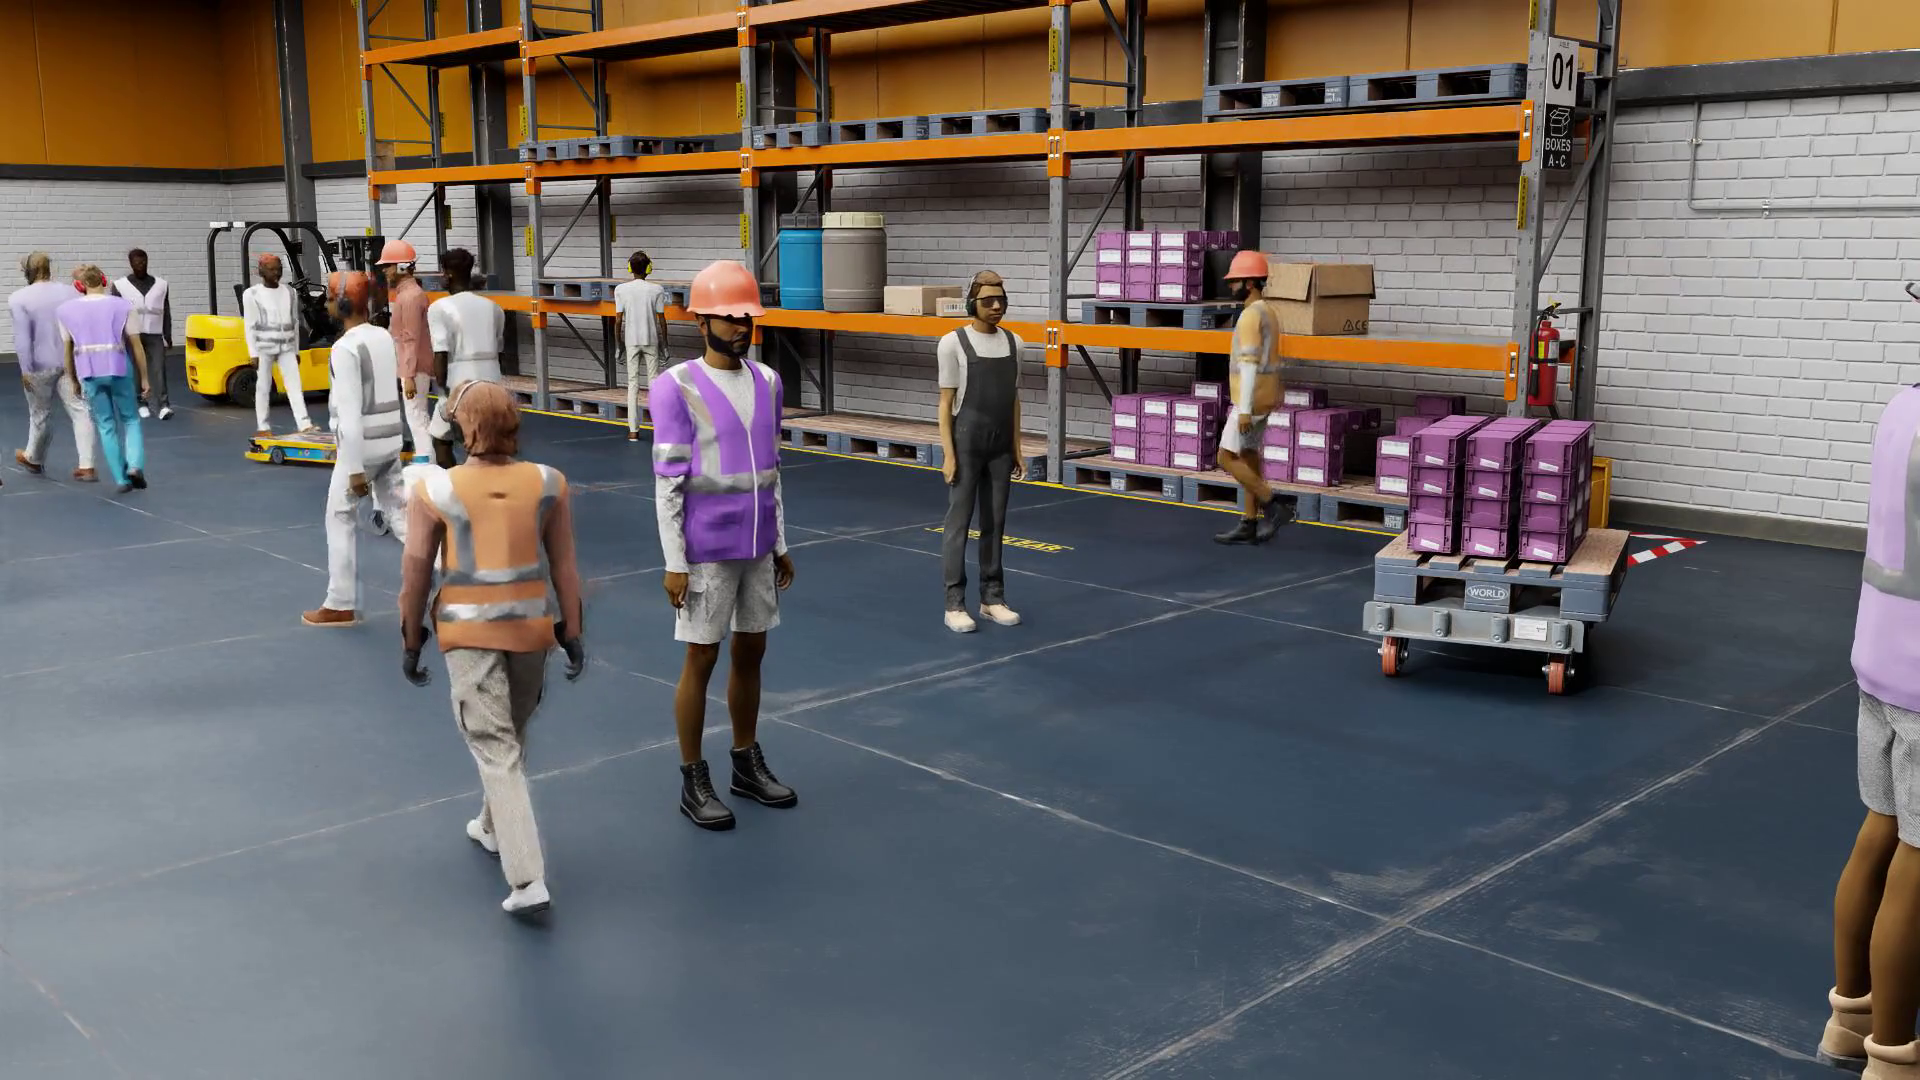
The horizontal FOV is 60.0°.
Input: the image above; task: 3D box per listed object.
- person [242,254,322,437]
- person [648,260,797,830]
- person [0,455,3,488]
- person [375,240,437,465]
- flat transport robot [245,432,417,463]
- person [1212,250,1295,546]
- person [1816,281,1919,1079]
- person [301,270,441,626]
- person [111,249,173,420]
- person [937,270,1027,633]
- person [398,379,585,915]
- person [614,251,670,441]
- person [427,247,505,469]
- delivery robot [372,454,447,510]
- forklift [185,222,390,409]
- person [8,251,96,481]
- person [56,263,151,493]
[{"bbox_3d":[-6.585,-1.826,16.059,0.990,1.829,0.607,9,13,39],"label":"person"},{"bbox_3d":[-0.789,0.016,5.739,0.357,1.936,0.551,9,14,41],"label":"person"},{"bbox_3d":[-7.873,-1.204,13.221,0.497,1.633,0.286,6,12,30],"label":"person"},{"bbox_3d":[-4.226,-1.295,12.767,0.408,1.986,0.617,-4,11,-19],"label":"person"},{"bbox_3d":[-5.601,-0.814,14.813,1.431,0.197,0.652,5,11,25],"label":"flat transport robot"},{"bbox_3d":[1.887,-0.895,10.738,0.460,1.925,0.574,4,11,22],"label":"person"},{"bbox_3d":[2.243,0.321,3.785,0.373,2.044,0.606,2,11,13],"label":"person"},{"bbox_3d":[-2.969,-0.455,8.548,0.882,1.857,0.569,2,11,10],"label":"person"},{"bbox_3d":[-8.963,-2.245,18.268,0.617,1.860,1.019,-8,13,-36],"label":"person"},{"bbox_3d":[0.122,-0.456,8.562,0.507,1.847,0.351,-6,12,-31],"label":"person"},{"bbox_3d":[-1.423,0.306,5.101,0.530,1.592,0.890,-8,13,-37],"label":"person"},{"bbox_3d":[-3.136,-1.907,16.410,0.532,1.869,0.311,-1,10,-6],"label":"person"},{"bbox_3d":[-3.377,-1.022,11.386,0.641,1.938,0.621,9,14,41],"label":"person"},{"bbox_3d":[-3.611,-0.338,11.186,0.707,0.478,0.477,6,12,27],"label":"delivery robot"},{"bbox_3d":[-8.169,-2.758,20.163,2.313,2.155,1.214,-10,14,-44],"label":"forklift"},{"bbox_3d":[-7.549,-1.436,13.793,1.029,1.877,0.653,8,13,37],"label":"person"},{"bbox_3d":[-6.687,-1.257,13.040,0.622,1.811,0.481,-4,11,-20],"label":"person"}]
